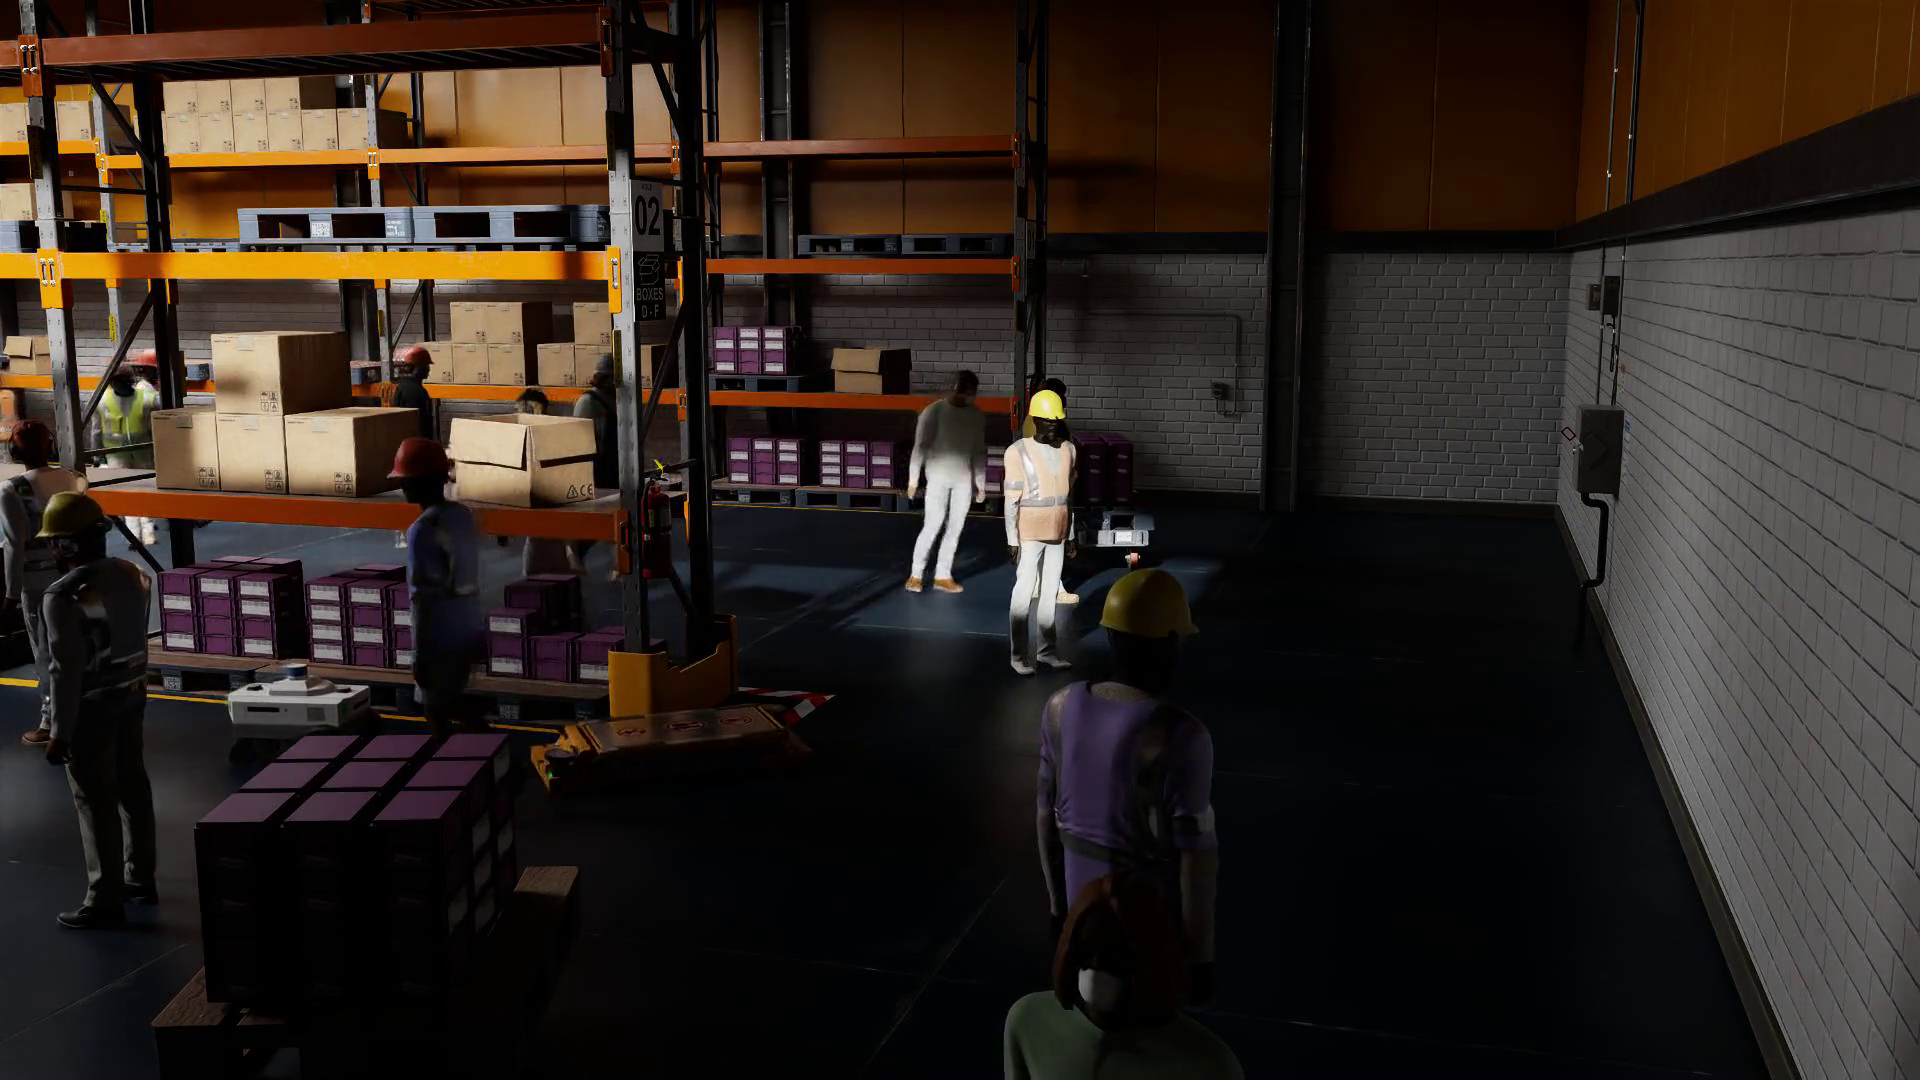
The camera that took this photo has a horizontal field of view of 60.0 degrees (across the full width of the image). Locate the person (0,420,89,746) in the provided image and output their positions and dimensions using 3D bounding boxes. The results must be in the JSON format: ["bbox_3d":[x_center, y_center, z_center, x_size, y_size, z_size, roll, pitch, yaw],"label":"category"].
[{"bbox_3d":[-5.231,0.246,9.548,0.359,1.882,0.575,4,10,21],"label":"person"}]

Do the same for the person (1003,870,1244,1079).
[{"bbox_3d":[0.283,1.416,3.162,0.500,1.636,0.283,5,10,27],"label":"person"}]

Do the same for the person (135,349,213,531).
[{"bbox_3d":[-8.257,-1.028,17.249,0.924,1.892,0.570,-4,10,-23],"label":"person"}]

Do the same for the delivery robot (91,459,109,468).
[{"bbox_3d":[-9.815,-0.690,19.001,0.707,0.478,0.477,-5,11,-27],"label":"delivery robot"}]

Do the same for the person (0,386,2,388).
[{"bbox_3d":[-11.598,-1.388,19.712,0.888,1.828,0.530,4,10,24],"label":"person"}]

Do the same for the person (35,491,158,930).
[{"bbox_3d":[-3.606,0.702,6.933,0.404,1.829,0.588,1,9,5],"label":"person"}]

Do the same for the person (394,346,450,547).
[{"bbox_3d":[-5.246,-0.910,16.334,0.678,1.974,0.617,-9,13,-44],"label":"person"}]

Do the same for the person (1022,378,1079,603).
[{"bbox_3d":[0.748,-0.404,13.636,0.429,1.844,0.627,-4,10,-22],"label":"person"}]

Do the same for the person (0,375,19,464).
[{"bbox_3d":[-10.652,-1.100,18.511,0.396,1.617,0.556,1,9,8],"label":"person"}]

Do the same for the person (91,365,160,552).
[{"bbox_3d":[-8.000,-0.796,16.147,0.751,1.784,0.930,-5,10,-26],"label":"person"}]

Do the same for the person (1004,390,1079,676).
[{"bbox_3d":[0.567,-0.054,11.237,0.594,1.924,0.383,-7,12,-36],"label":"person"}]

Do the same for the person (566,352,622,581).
[{"bbox_3d":[-3.041,-0.625,14.373,0.640,2.000,0.695,4,10,23],"label":"person"}]

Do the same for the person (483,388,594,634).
[{"bbox_3d":[-3.045,-0.138,11.901,1.026,1.874,0.648,3,10,16],"label":"person"}]

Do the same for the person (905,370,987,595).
[{"bbox_3d":[-0.086,-0.482,13.942,0.664,1.896,0.474,-6,11,-33],"label":"person"}]

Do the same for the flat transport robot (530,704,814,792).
[{"bbox_3d":[-1.581,1.120,9.116,1.431,0.197,0.652,-4,10,-22],"label":"flat transport robot"}]

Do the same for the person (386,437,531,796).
[{"bbox_3d":[-2.487,0.456,8.121,0.529,1.930,0.586,2,10,12],"label":"person"}]

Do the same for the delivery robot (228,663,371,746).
[{"bbox_3d":[-3.639,0.923,9.167,0.707,0.478,0.477,1,9,6],"label":"delivery robot"}]

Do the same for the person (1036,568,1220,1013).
[{"bbox_3d":[0.484,1.028,4.644,0.382,1.924,0.594,-9,13,-43],"label":"person"}]
